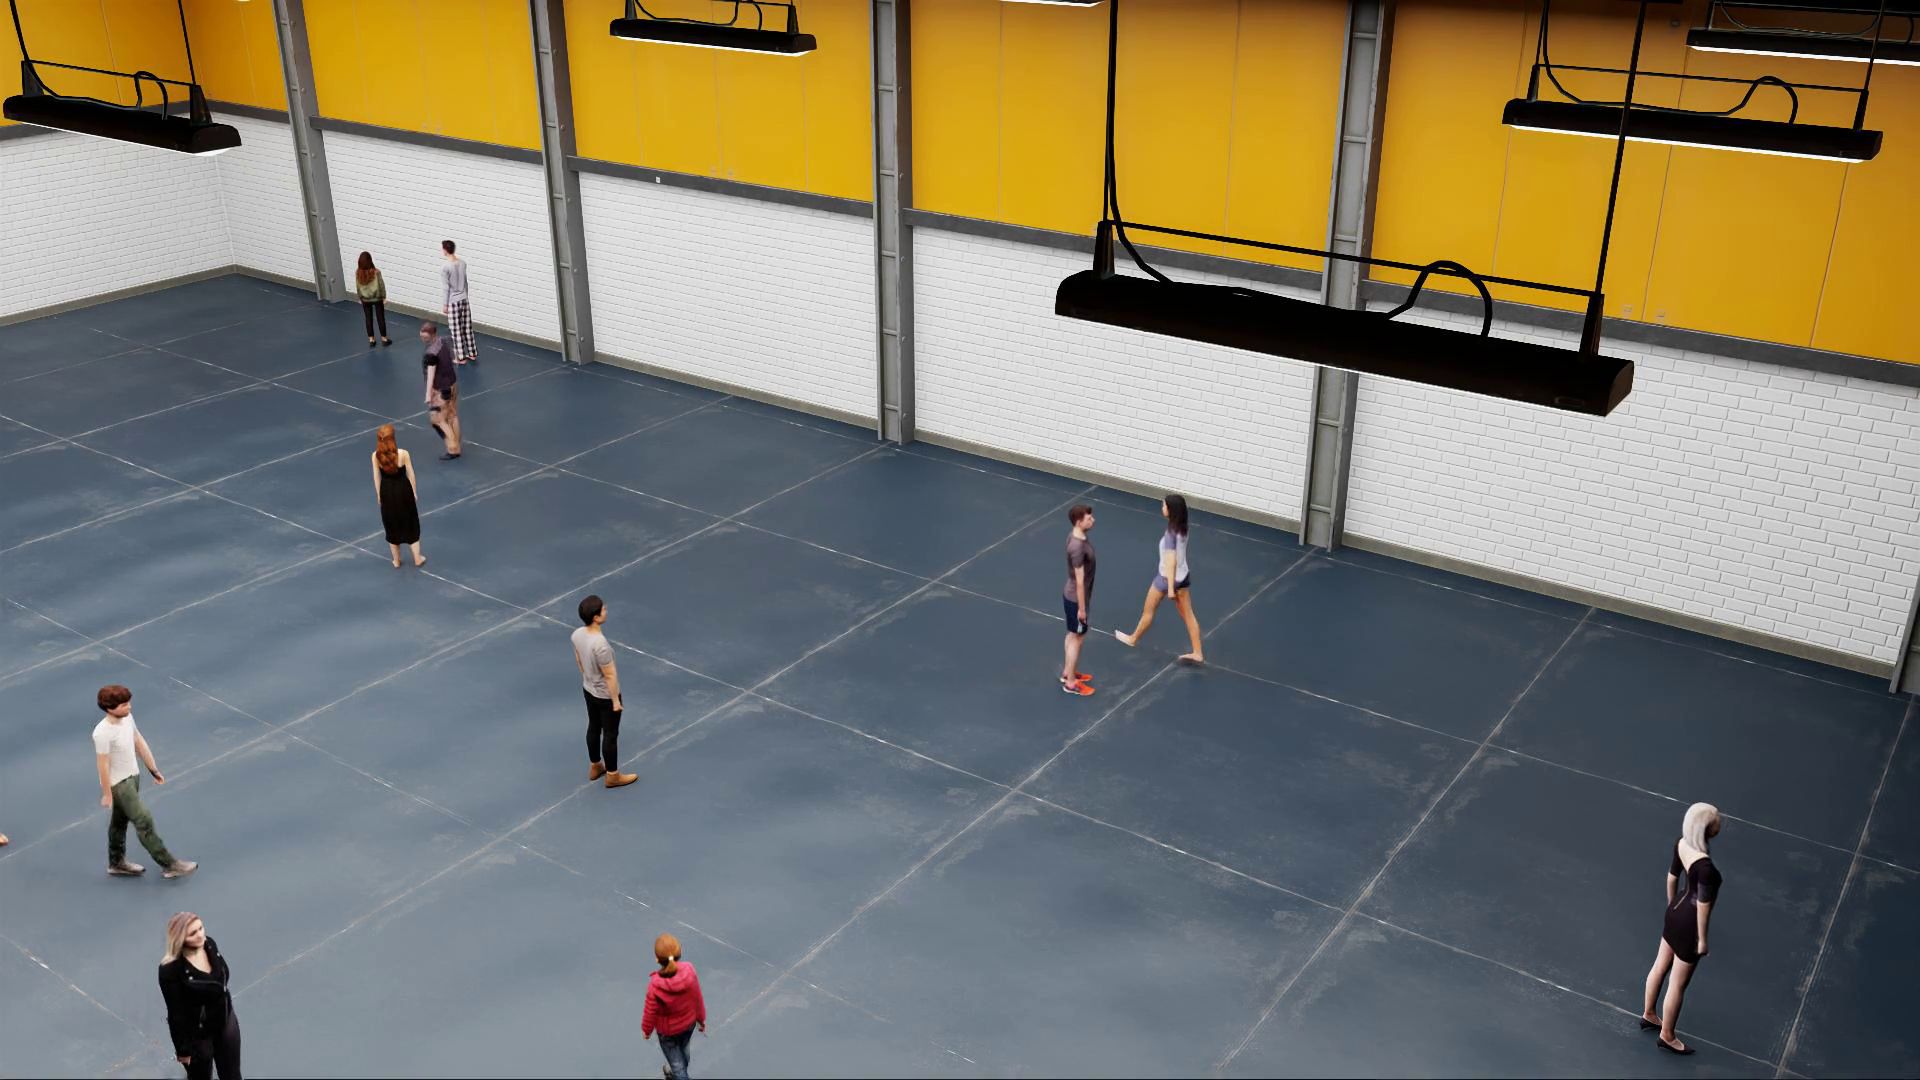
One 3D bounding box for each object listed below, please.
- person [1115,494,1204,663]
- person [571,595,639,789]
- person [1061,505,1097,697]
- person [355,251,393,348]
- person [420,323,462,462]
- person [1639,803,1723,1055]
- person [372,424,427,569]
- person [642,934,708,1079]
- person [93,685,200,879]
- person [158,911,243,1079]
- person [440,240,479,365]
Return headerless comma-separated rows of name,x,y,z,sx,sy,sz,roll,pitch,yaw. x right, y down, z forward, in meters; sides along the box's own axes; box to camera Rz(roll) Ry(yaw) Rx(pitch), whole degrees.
person,2.109,0.409,15.874,1.148,1.678,0.682,13,27,27
person,-3.008,1.249,13.894,0.704,1.724,0.521,-22,32,-40
person,1.084,0.532,15.374,0.741,1.853,0.728,0,24,1
person,-9.030,-3.705,25.539,0.633,1.475,0.717,-1,24,-2
person,-6.550,-1.944,21.104,0.863,1.800,0.911,9,25,19
person,4.730,2.516,10.865,0.686,1.829,0.649,-1,24,-3
person,-6.094,-0.479,17.972,0.673,1.624,0.731,-5,24,-11
person,-1.717,3.052,10.299,0.644,1.301,0.803,-19,30,-36
person,-6.443,1.848,12.643,1.041,1.629,0.903,0,24,0
person,-4.637,2.954,10.059,1.051,1.672,0.792,8,25,17
person,-7.469,-3.543,24.703,0.537,1.847,0.638,14,27,28
